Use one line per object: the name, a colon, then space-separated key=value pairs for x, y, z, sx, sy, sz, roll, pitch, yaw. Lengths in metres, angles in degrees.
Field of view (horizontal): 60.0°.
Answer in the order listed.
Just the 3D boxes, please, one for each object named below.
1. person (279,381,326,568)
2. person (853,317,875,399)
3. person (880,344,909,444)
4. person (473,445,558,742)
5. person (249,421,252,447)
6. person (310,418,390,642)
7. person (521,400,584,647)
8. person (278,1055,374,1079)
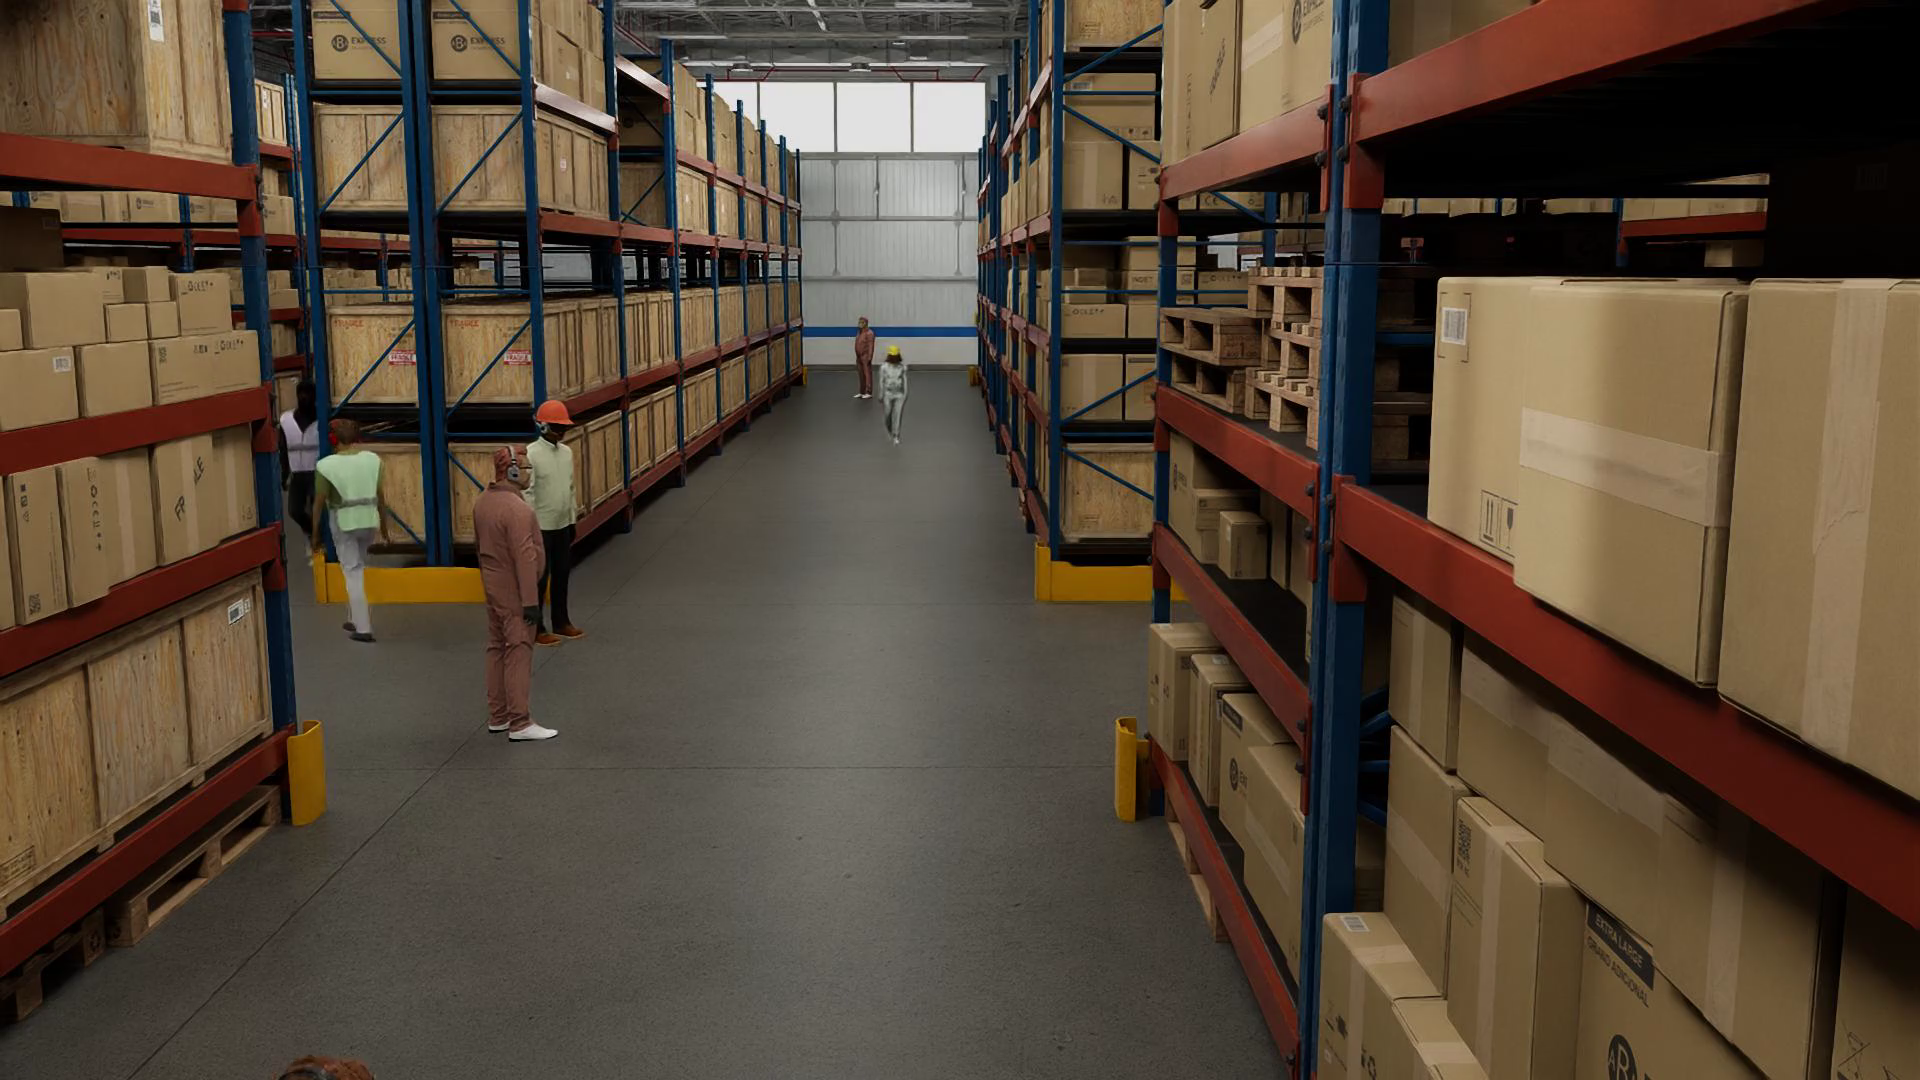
person: x=-6.644 y=-0.682 z=17.018 sx=0.617 sy=1.905 sz=0.490 roll=0 pitch=9 yaw=-1
person: x=-2.265 y=-4.273 z=39.035 sx=0.409 sy=1.908 sz=0.639 roll=-6 pitch=11 yaw=-33
person: x=-1.138 y=-2.529 z=28.853 sx=0.502 sy=1.728 sz=0.432 roll=-1 pitch=9 yaw=-5
person: x=-2.872 y=0.339 z=10.759 sx=0.401 sy=1.907 sz=0.646 roll=-7 pitch=12 yaw=-38
person: x=-9.113 y=-1.140 z=20.815 sx=0.507 sy=1.584 sz=0.873 roll=-5 pitch=10 yaw=-27
person: x=-5.051 y=-0.090 z=13.625 sx=0.736 sy=1.819 sz=0.606 roll=7 pitch=12 yaw=37
person: x=-3.301 y=-0.139 z=13.449 sx=0.413 sy=1.984 sz=0.621 roll=4 pitch=10 yaw=24
person: x=-1.204 y=1.749 z=3.064 sx=0.529 sy=1.605 sz=0.841 roll=2 pitch=10 yaw=13
